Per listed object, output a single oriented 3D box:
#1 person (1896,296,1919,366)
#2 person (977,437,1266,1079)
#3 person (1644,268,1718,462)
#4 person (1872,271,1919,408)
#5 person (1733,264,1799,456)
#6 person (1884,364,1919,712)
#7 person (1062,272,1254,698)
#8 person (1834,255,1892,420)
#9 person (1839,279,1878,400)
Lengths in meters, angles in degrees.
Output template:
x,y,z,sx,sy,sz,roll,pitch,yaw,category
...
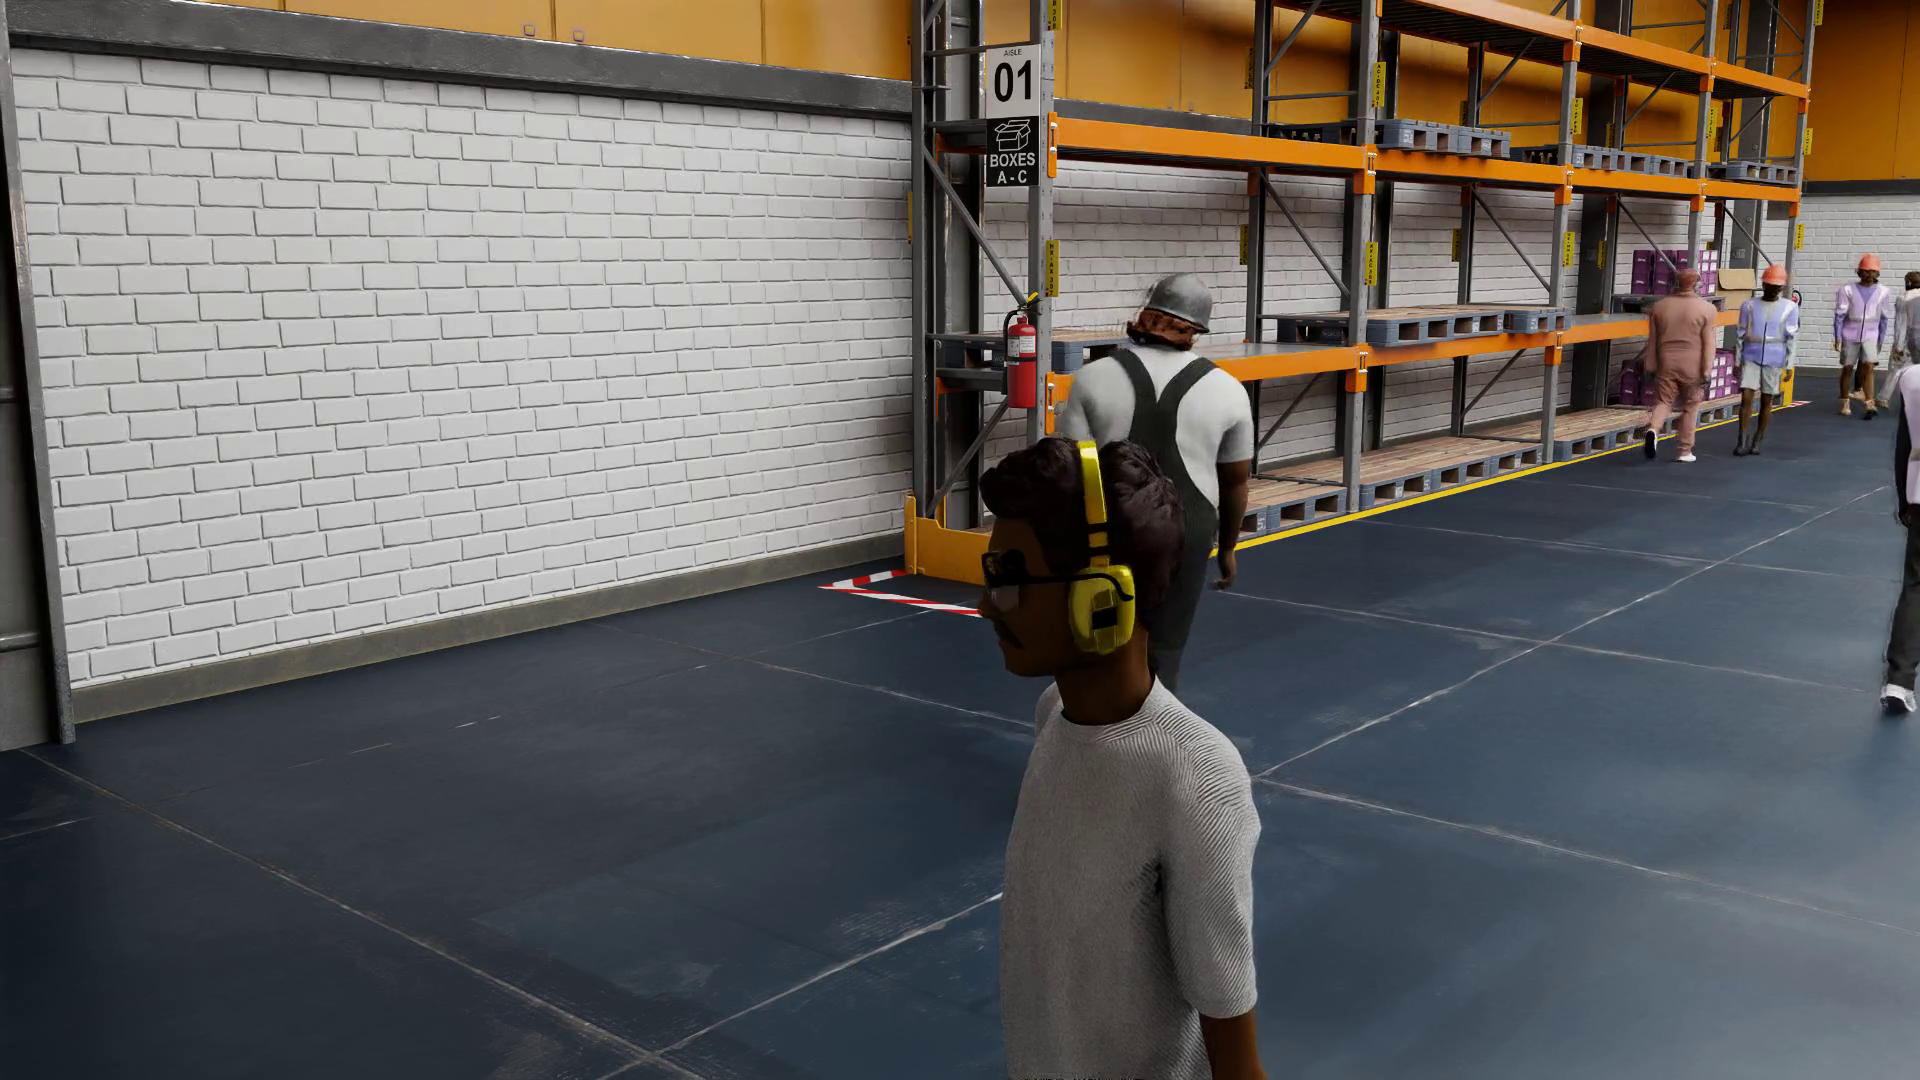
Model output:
x,y,z,sx,sy,sz,roll,pitch,yaw,category
11.890,-2.390,20.497,0.923,1.767,0.610,-7,12,-36,person
0.174,0.801,2.021,0.313,1.865,0.528,-3,11,-19,person
6.916,-1.669,16.014,0.655,1.886,0.682,10,14,43,person
12.214,-2.550,21.341,0.615,1.791,0.942,-1,10,-6,person
7.970,-1.763,16.492,0.563,1.902,0.848,6,11,29,person
4.485,-0.161,7.484,0.592,1.878,0.962,10,14,44,person
0.733,-0.028,6.242,0.716,2.000,0.641,1,10,8,person
10.997,-2.469,20.296,0.616,1.985,1.060,4,11,19,person
12.349,-2.757,22.794,0.324,1.690,0.536,-2,10,-9,person
